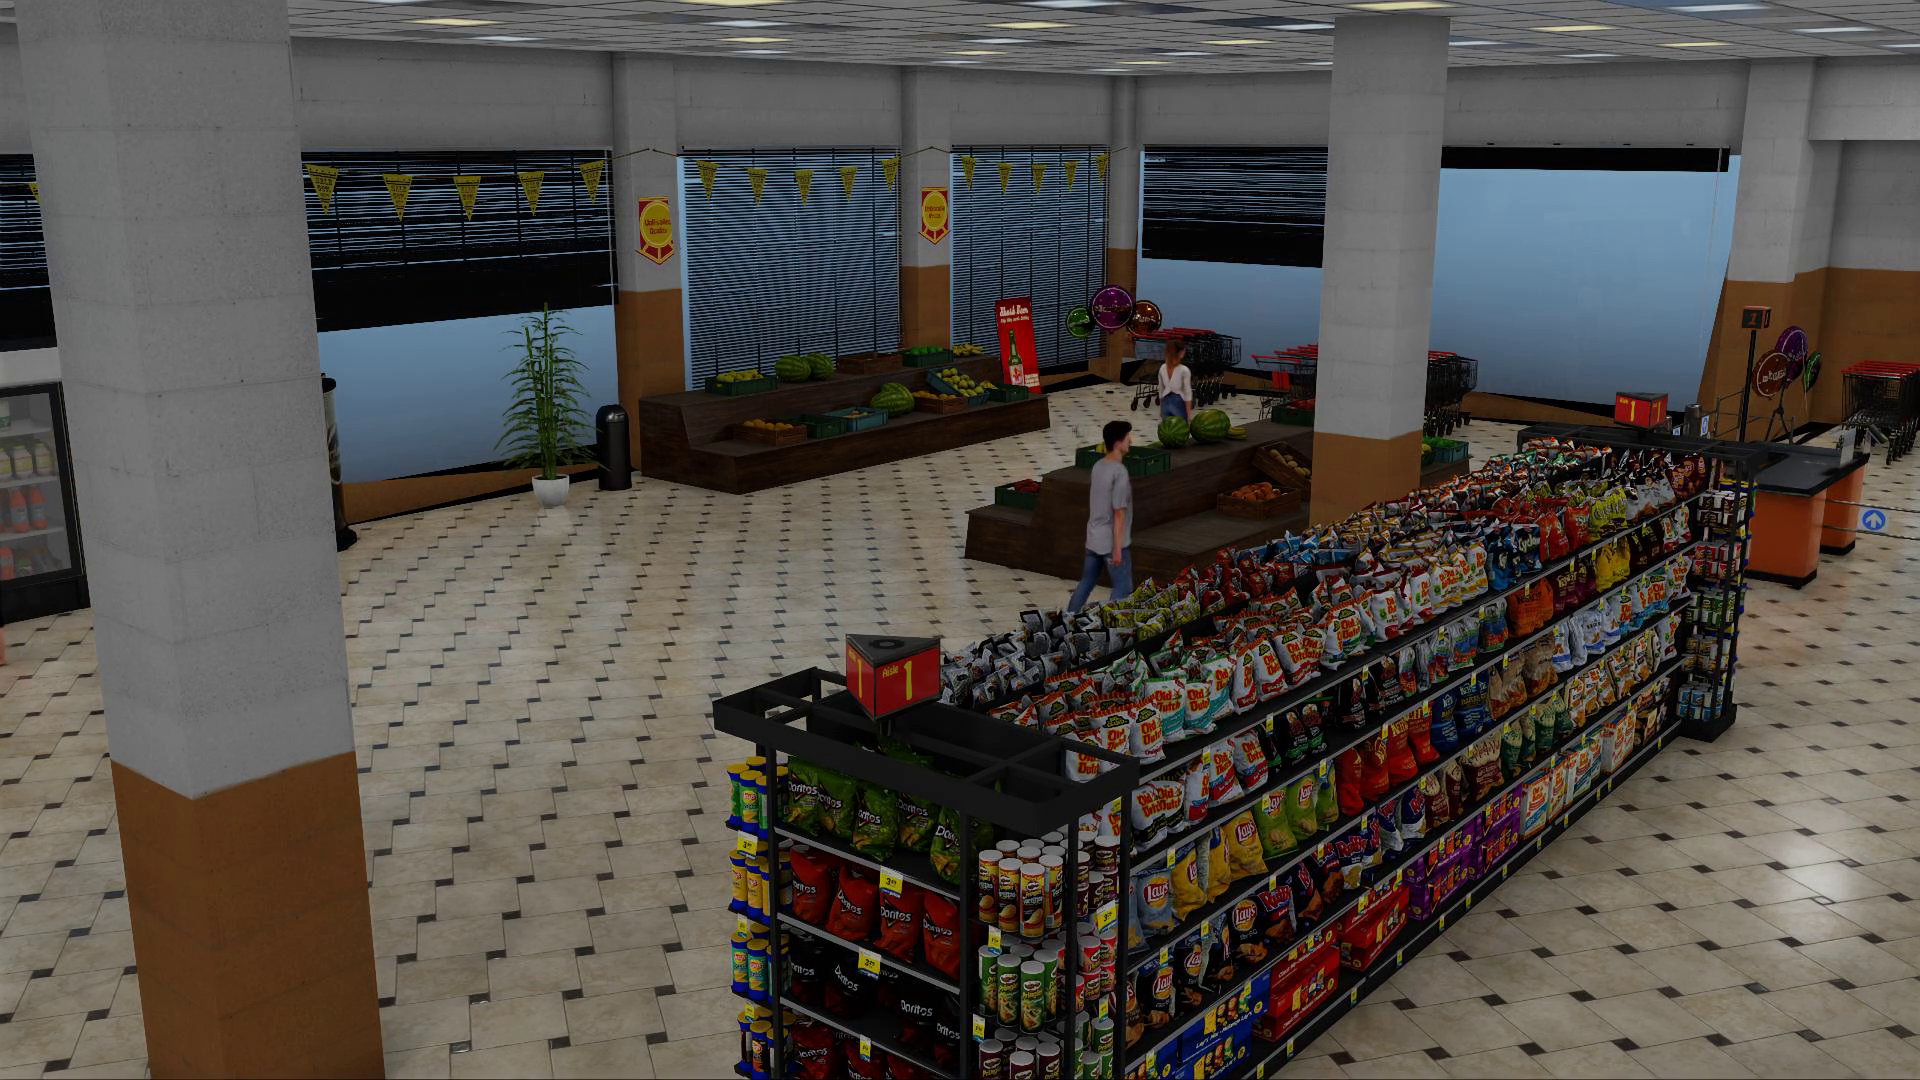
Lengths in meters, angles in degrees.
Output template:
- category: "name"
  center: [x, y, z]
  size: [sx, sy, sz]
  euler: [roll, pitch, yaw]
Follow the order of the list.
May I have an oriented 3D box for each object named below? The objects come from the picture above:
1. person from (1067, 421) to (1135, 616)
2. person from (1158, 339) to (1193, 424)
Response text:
- category: "person"
  center: [1.114, -0.010, 13.219]
  size: [0.978, 1.859, 0.932]
  euler: [-8, 16, -29]
- category: "person"
  center: [2.552, -1.529, 19.781]
  size: [0.622, 1.719, 0.536]
  euler: [13, 19, 43]
